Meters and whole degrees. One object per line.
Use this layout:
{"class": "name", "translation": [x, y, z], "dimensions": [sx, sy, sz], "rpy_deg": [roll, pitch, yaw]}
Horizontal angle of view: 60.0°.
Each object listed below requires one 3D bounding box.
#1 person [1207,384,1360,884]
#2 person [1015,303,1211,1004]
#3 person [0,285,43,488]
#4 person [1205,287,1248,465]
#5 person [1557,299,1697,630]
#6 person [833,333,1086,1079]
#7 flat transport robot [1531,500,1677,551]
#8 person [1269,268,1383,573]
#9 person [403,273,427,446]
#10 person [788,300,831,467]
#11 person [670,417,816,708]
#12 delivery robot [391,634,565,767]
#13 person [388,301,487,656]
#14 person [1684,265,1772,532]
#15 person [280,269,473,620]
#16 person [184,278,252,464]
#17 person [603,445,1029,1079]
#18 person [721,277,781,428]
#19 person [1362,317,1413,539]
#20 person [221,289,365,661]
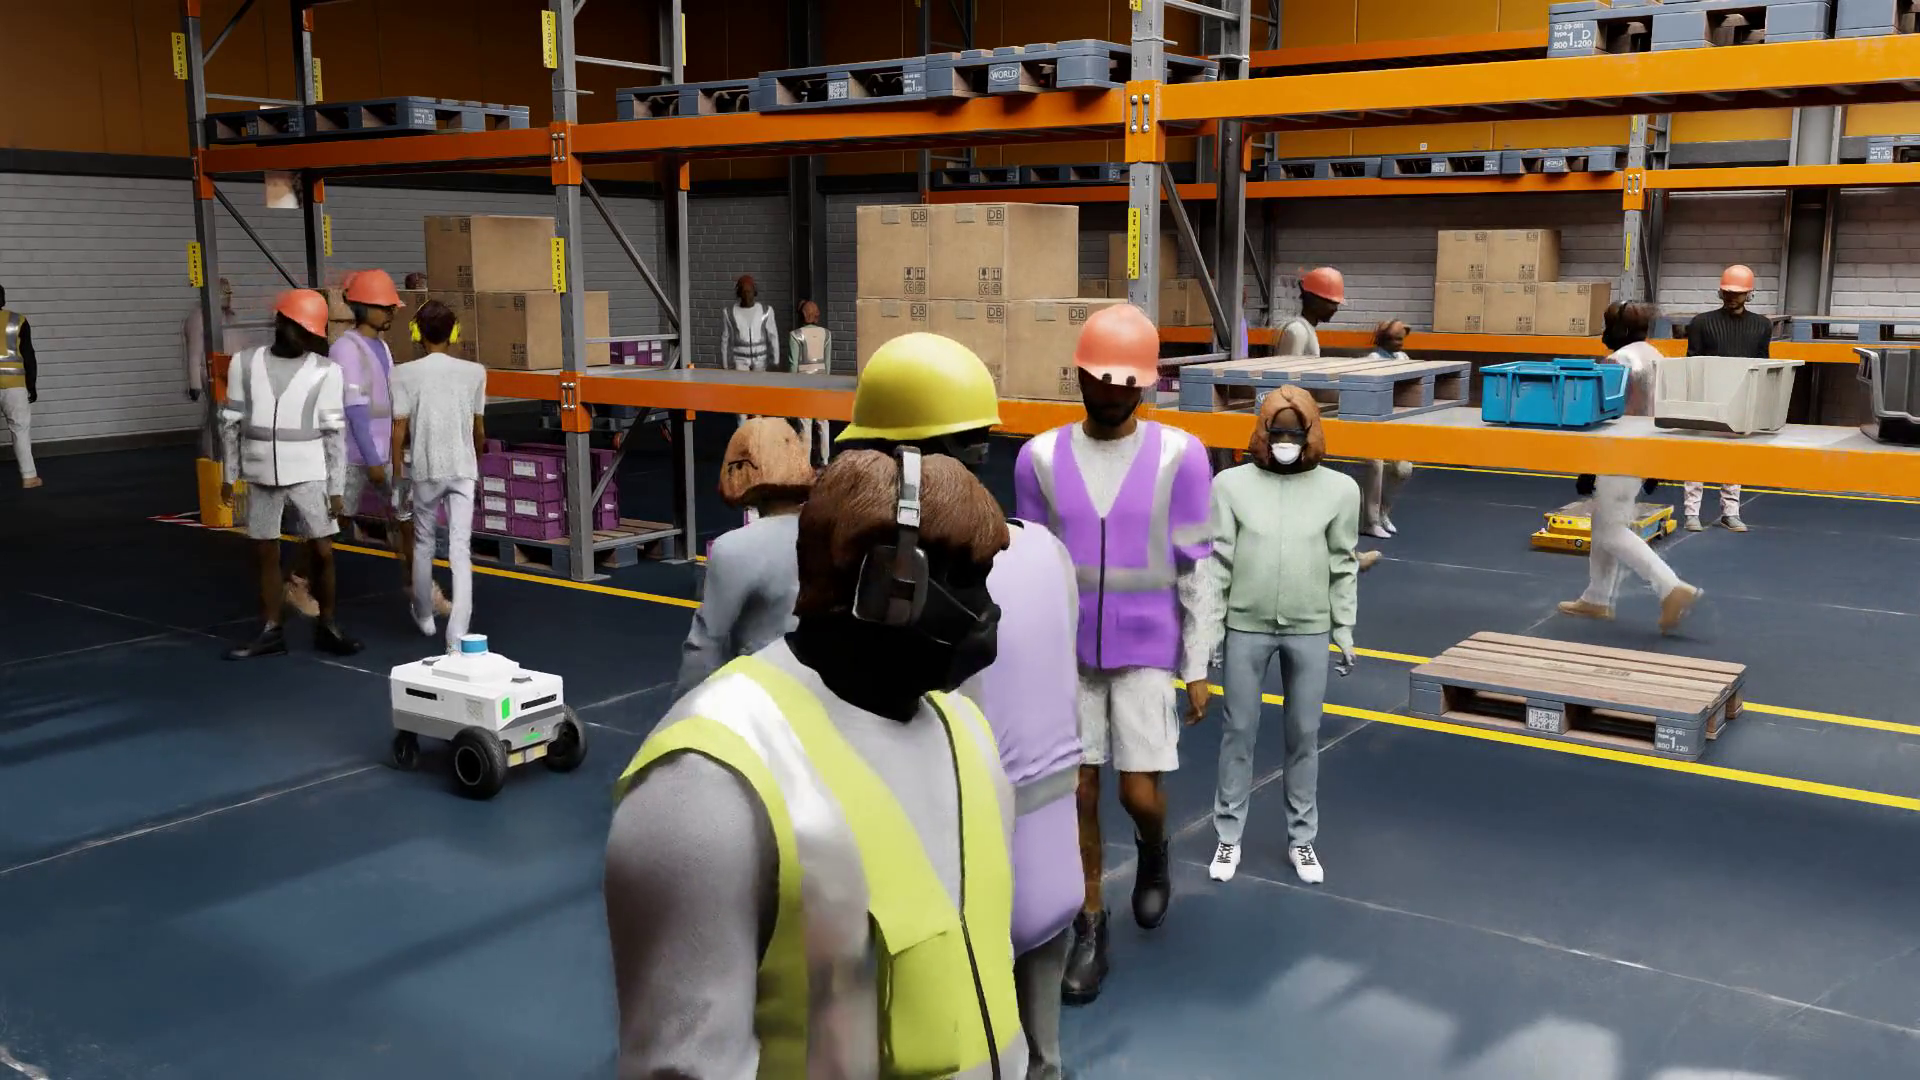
{"class": "person", "translation": [1.037, 0.309, 5.410], "dimensions": [0.499, 1.633, 0.279], "rpy_deg": [1, 10, 6]}
{"class": "person", "translation": [0.425, 0.297, 4.657], "dimensions": [0.570, 1.910, 0.563], "rpy_deg": [3, 10, 16]}
{"class": "person", "translation": [-8.525, -1.365, 14.761], "dimensions": [0.624, 1.845, 0.430], "rpy_deg": [-3, 10, -16]}
{"class": "person", "translation": [2.564, -1.502, 15.661], "dimensions": [0.846, 1.823, 0.576], "rpy_deg": [6, 11, 31]}
{"class": "person", "translation": [3.713, -0.408, 9.141], "dimensions": [0.751, 1.818, 0.625], "rpy_deg": [8, 13, 40]}
{"class": "person", "translation": [-0.039, 0.602, 2.885], "dimensions": [0.710, 1.901, 0.592], "rpy_deg": [8, 12, 38]}
{"class": "flat transport robot", "translation": [4.663, -0.116, 11.991], "dimensions": [0.652, 0.197, 1.431], "rpy_deg": [7, 12, 35]}
{"class": "person", "translation": [2.219, -0.726, 10.569], "dimensions": [1.016, 1.969, 0.666], "rpy_deg": [2, 10, 12]}
{"class": "person", "translation": [-5.347, -1.681, 16.455], "dimensions": [0.401, 1.904, 0.651], "rpy_deg": [-8, 12, -39]}
{"class": "person", "translation": [-1.460, -1.502, 16.178], "dimensions": [0.514, 1.641, 0.307], "rpy_deg": [-9, 13, -43]}
{"class": "person", "translation": [-0.545, 0.480, 4.476], "dimensions": [0.621, 1.607, 0.518], "rpy_deg": [5, 11, 26]}
{"class": "delivery robot", "translation": [-1.896, 0.614, 6.520], "dimensions": [0.707, 0.478, 0.477], "rpy_deg": [6, 11, 33]}
{"class": "person", "translation": [-2.682, -0.311, 8.565], "dimensions": [0.506, 1.808, 1.005], "rpy_deg": [-4, 10, -22]}
{"class": "person", "translation": [5.722, -1.047, 12.424], "dimensions": [0.610, 1.989, 0.392], "rpy_deg": [1, 10, 6]}
{"class": "person", "translation": [-3.362, -0.510, 9.281], "dimensions": [1.073, 1.993, 0.598], "rpy_deg": [1, 10, 8]}
{"class": "person", "translation": [-6.763, -1.488, 15.416], "dimensions": [0.970, 1.855, 0.669], "rpy_deg": [2, 10, 14]}
{"class": "person", "translation": [-0.153, 0.803, 1.947], "dimensions": [0.520, 1.816, 0.687], "rpy_deg": [6, 11, 31]}
{"class": "person", "translation": [-2.245, -1.888, 17.879], "dimensions": [0.593, 1.839, 0.958], "rpy_deg": [-2, 10, -13]}
{"class": "person", "translation": [3.076, -0.802, 12.043], "dimensions": [0.541, 1.615, 0.394], "rpy_deg": [-7, 12, -37]}
{"class": "person", "translation": [-3.441, -0.305, 8.351], "dimensions": [0.697, 1.900, 0.373], "rpy_deg": [-1, 10, -7]}
